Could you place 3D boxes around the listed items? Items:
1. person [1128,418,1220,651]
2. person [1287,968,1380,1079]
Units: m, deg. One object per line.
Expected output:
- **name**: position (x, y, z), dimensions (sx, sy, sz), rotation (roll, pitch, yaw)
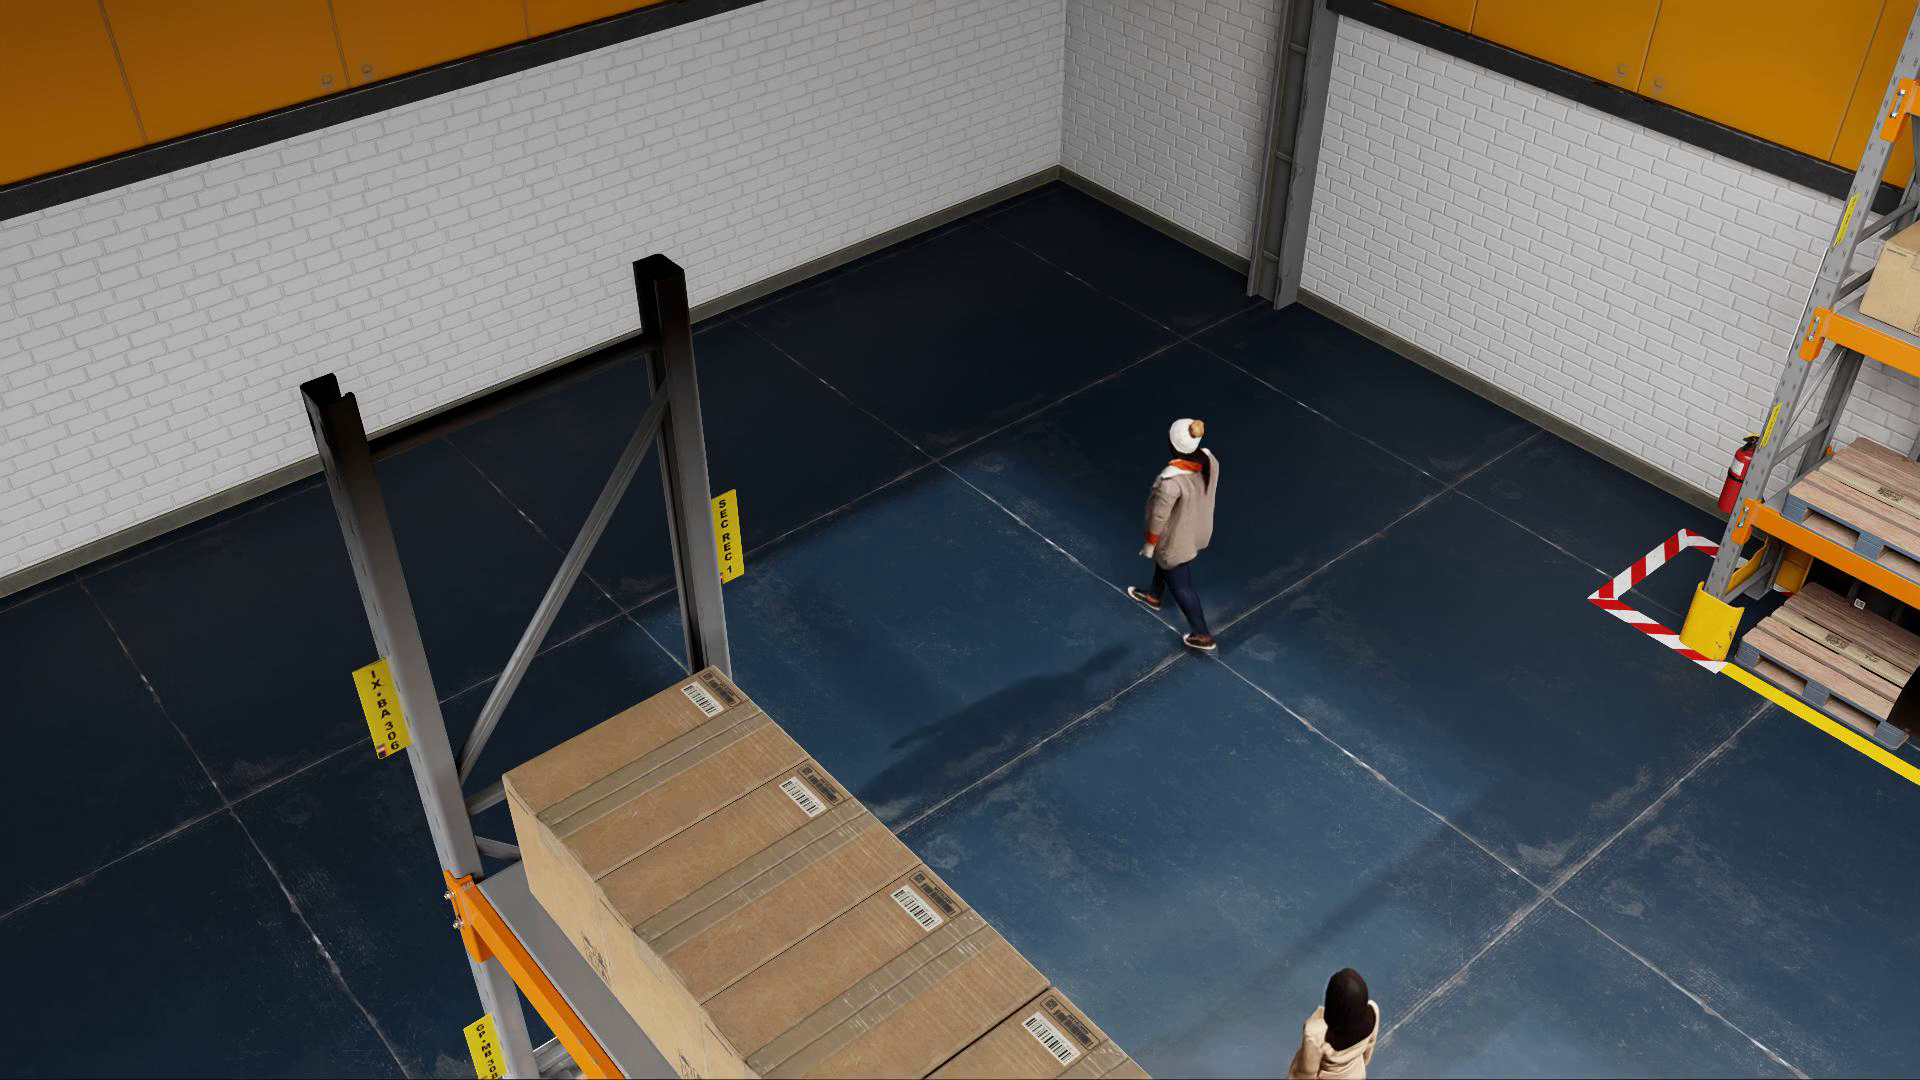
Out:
- **person**: position (1.603, -0.033, 11.640), dimensions (1.164, 1.853, 0.768), rotation (32, 48, 33)
- **person**: position (1.849, 2.712, 8.340), dimensions (0.697, 1.682, 0.627), rotation (-16, 41, -19)
